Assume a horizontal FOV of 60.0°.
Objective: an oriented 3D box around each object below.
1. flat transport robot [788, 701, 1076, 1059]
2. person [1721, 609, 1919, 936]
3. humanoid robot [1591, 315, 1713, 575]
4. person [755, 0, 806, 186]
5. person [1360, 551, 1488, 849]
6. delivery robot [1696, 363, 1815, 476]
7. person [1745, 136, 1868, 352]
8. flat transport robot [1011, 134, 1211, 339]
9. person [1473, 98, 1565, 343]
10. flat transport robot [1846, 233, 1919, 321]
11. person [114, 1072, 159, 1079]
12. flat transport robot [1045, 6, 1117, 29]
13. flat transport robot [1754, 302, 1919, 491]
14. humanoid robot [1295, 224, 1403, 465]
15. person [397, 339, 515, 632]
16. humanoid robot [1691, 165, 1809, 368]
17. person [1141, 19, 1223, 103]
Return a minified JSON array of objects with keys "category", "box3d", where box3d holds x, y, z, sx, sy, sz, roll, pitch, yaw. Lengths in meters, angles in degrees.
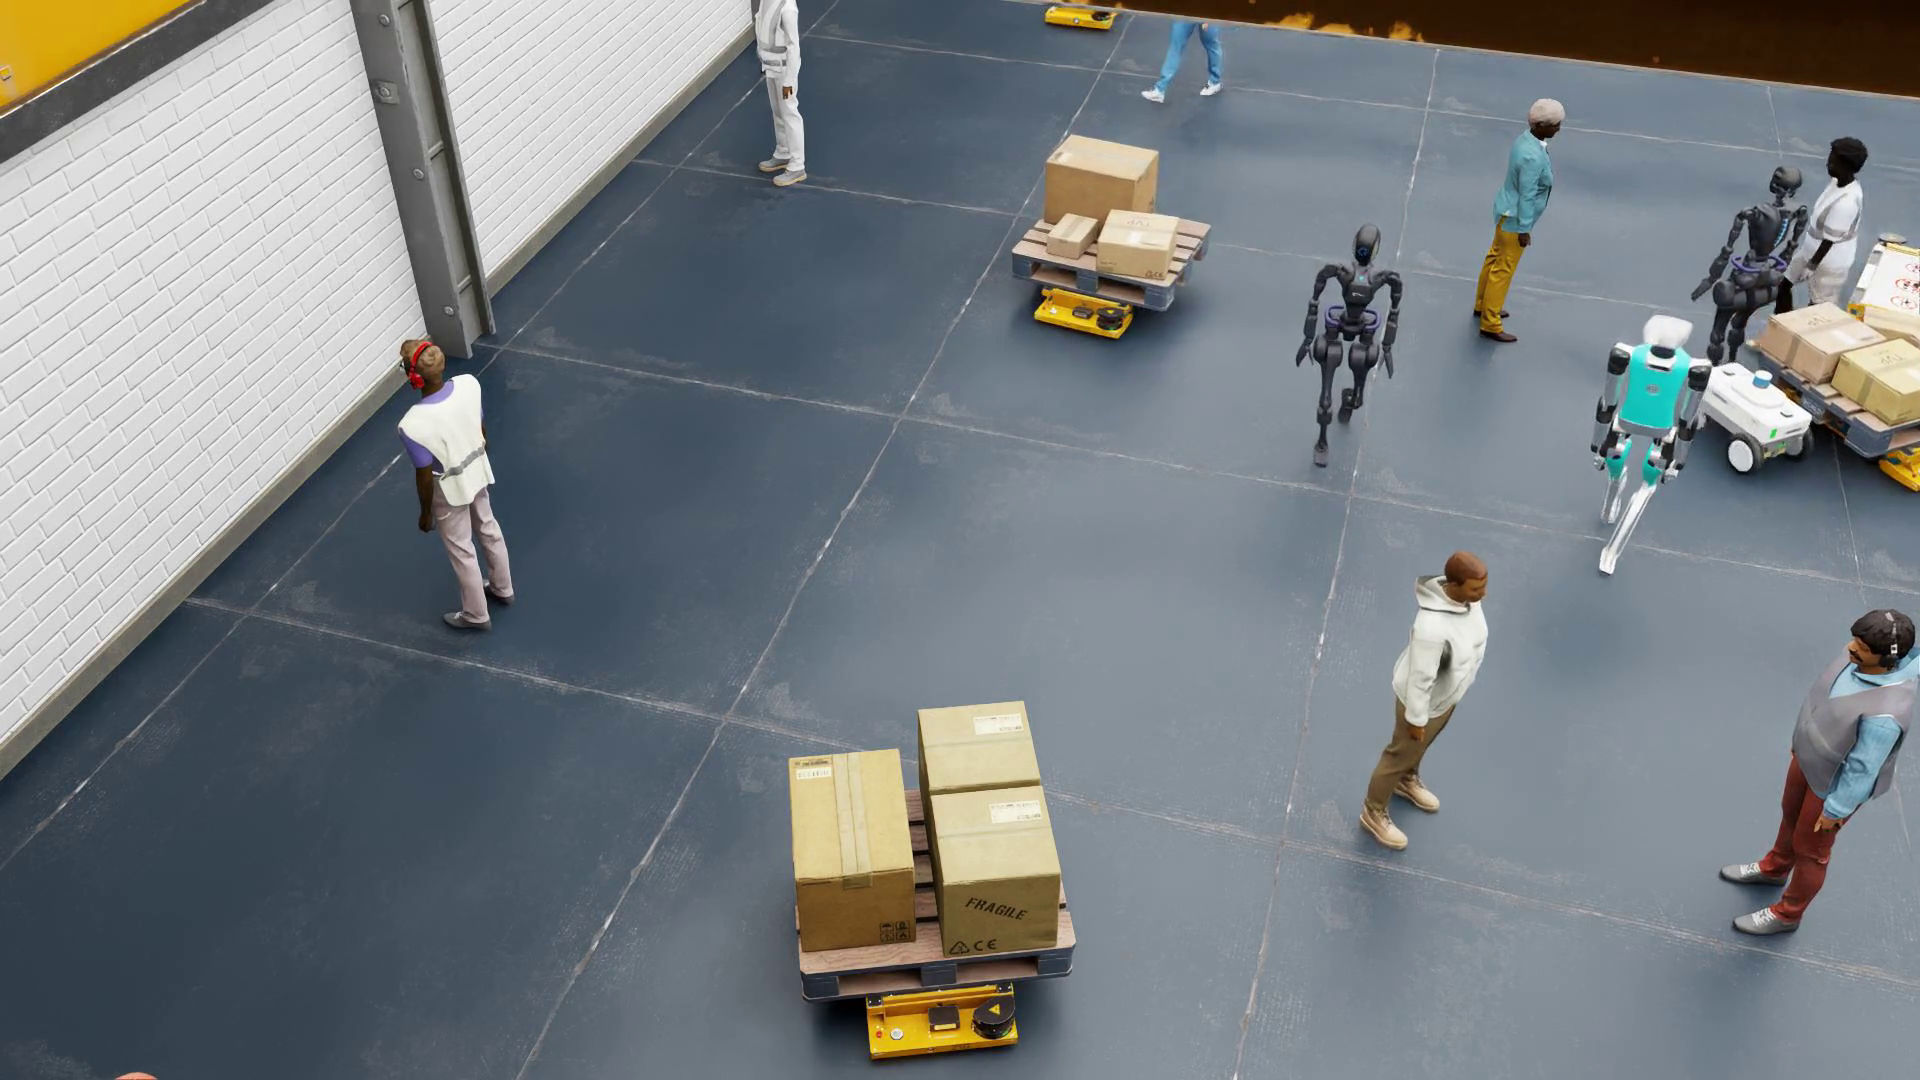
[{"category":"flat transport robot","box3d":[-0.154,1.754,7.823,0.659,0.231,1.431,-4,39,-5]},{"category":"person","box3d":[3.899,1.039,7.434,0.415,1.873,0.534,5,39,6]},{"category":"humanoid robot","box3d":[3.945,-0.600,9.647,0.554,1.859,0.858,17,42,20]},{"category":"person","box3d":[-1.468,-3.807,13.453,0.356,1.882,0.574,-17,42,-20]},{"category":"person","box3d":[2.222,0.732,7.909,0.366,1.758,0.522,27,46,29]},{"category":"delivery robot","box3d":[5.132,-0.822,10.792,0.499,0.587,0.788,-14,41,-17]},{"category":"person","box3d":[5.783,-1.927,11.280,0.586,1.670,0.529,9,40,11]},{"category":"flat transport robot","box3d":[1.132,-1.979,12.466,0.659,0.231,1.431,16,42,19]},{"category":"person","box3d":[3.895,-2.240,11.606,0.346,1.751,0.525,6,39,7]},{"category":"flat transport robot","box3d":[6.980,-1.816,12.263,0.659,0.231,1.431,22,44,25]},{"category":"person","box3d":[-2.576,2.427,5.656,0.371,1.934,0.550,-29,47,-31]},{"category":"flat transport robot","box3d":[1.367,-5.575,16.939,0.659,0.231,1.431,11,40,14]},{"category":"flat transport robot","box3d":[6.066,-0.848,11.060,0.659,0.231,1.431,-14,41,-17]},{"category":"humanoid robot","box3d":[2.452,-1.301,10.507,0.612,1.633,0.614,7,39,9]},{"category":"person","box3d":[-2.750,-0.286,9.099,0.391,1.849,0.563,16,42,19]},{"category":"humanoid robot","box3d":[5.193,-1.726,11.025,0.597,1.657,0.379,-7,39,-9]},{"category":"person","box3d":[2.065,-4.680,14.693,0.902,1.680,0.509,-28,47,-31]}]
